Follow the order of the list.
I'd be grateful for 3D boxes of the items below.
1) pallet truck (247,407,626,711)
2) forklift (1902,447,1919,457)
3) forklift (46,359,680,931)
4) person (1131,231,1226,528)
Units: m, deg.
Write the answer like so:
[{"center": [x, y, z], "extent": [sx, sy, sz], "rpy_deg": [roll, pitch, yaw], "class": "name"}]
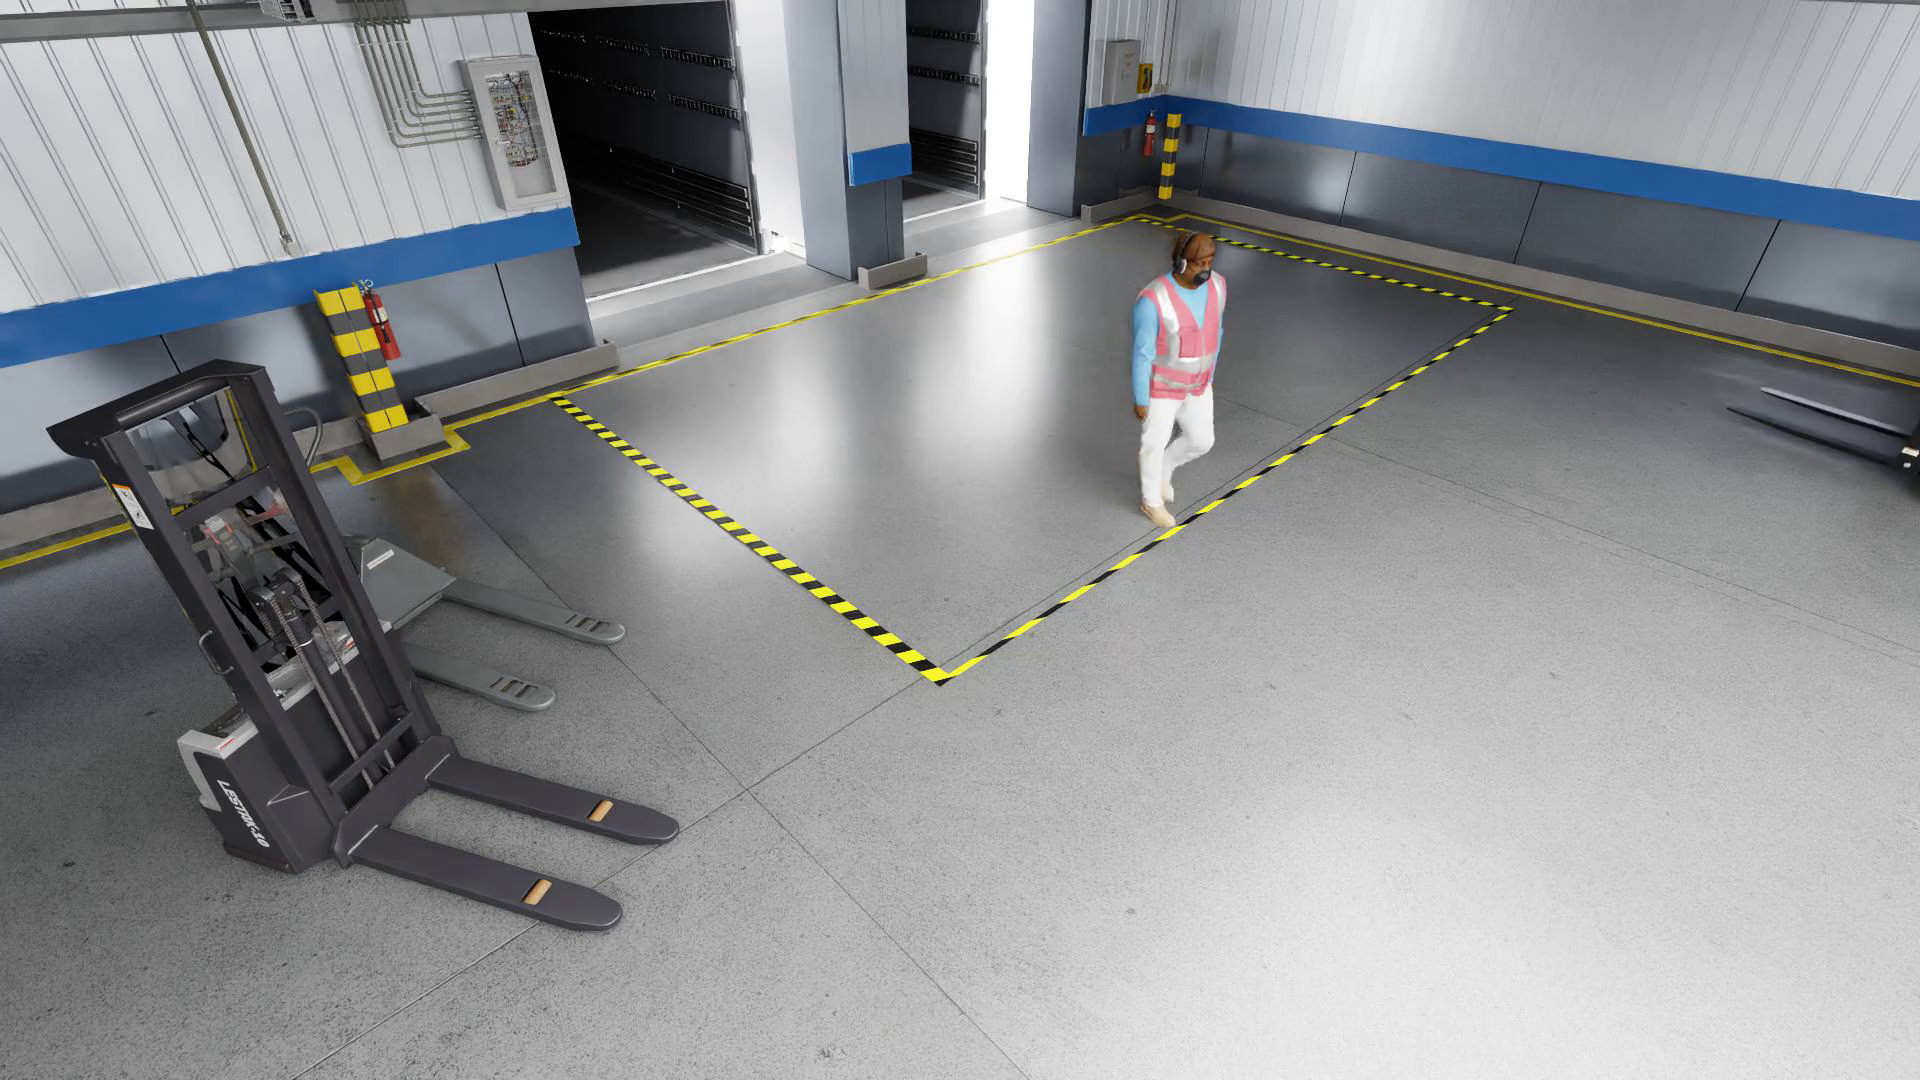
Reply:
[{"center": [-2.628, 0.038, 4.590], "extent": [1.601, 1.201, 0.680], "rpy_deg": [12, 36, 18], "class": "pallet truck"}, {"center": [7.391, -0.826, 4.873], "extent": [1.157, 2.036, 2.680], "rpy_deg": [-20, 39, -27], "class": "forklift"}, {"center": [-2.135, 0.422, 3.354], "extent": [1.885, 1.965, 0.823], "rpy_deg": [10, 35, 14], "class": "forklift"}, {"center": [1.273, -0.934, 5.493], "extent": [0.646, 1.830, 0.474], "rpy_deg": [-16, 37, -22], "class": "person"}]
